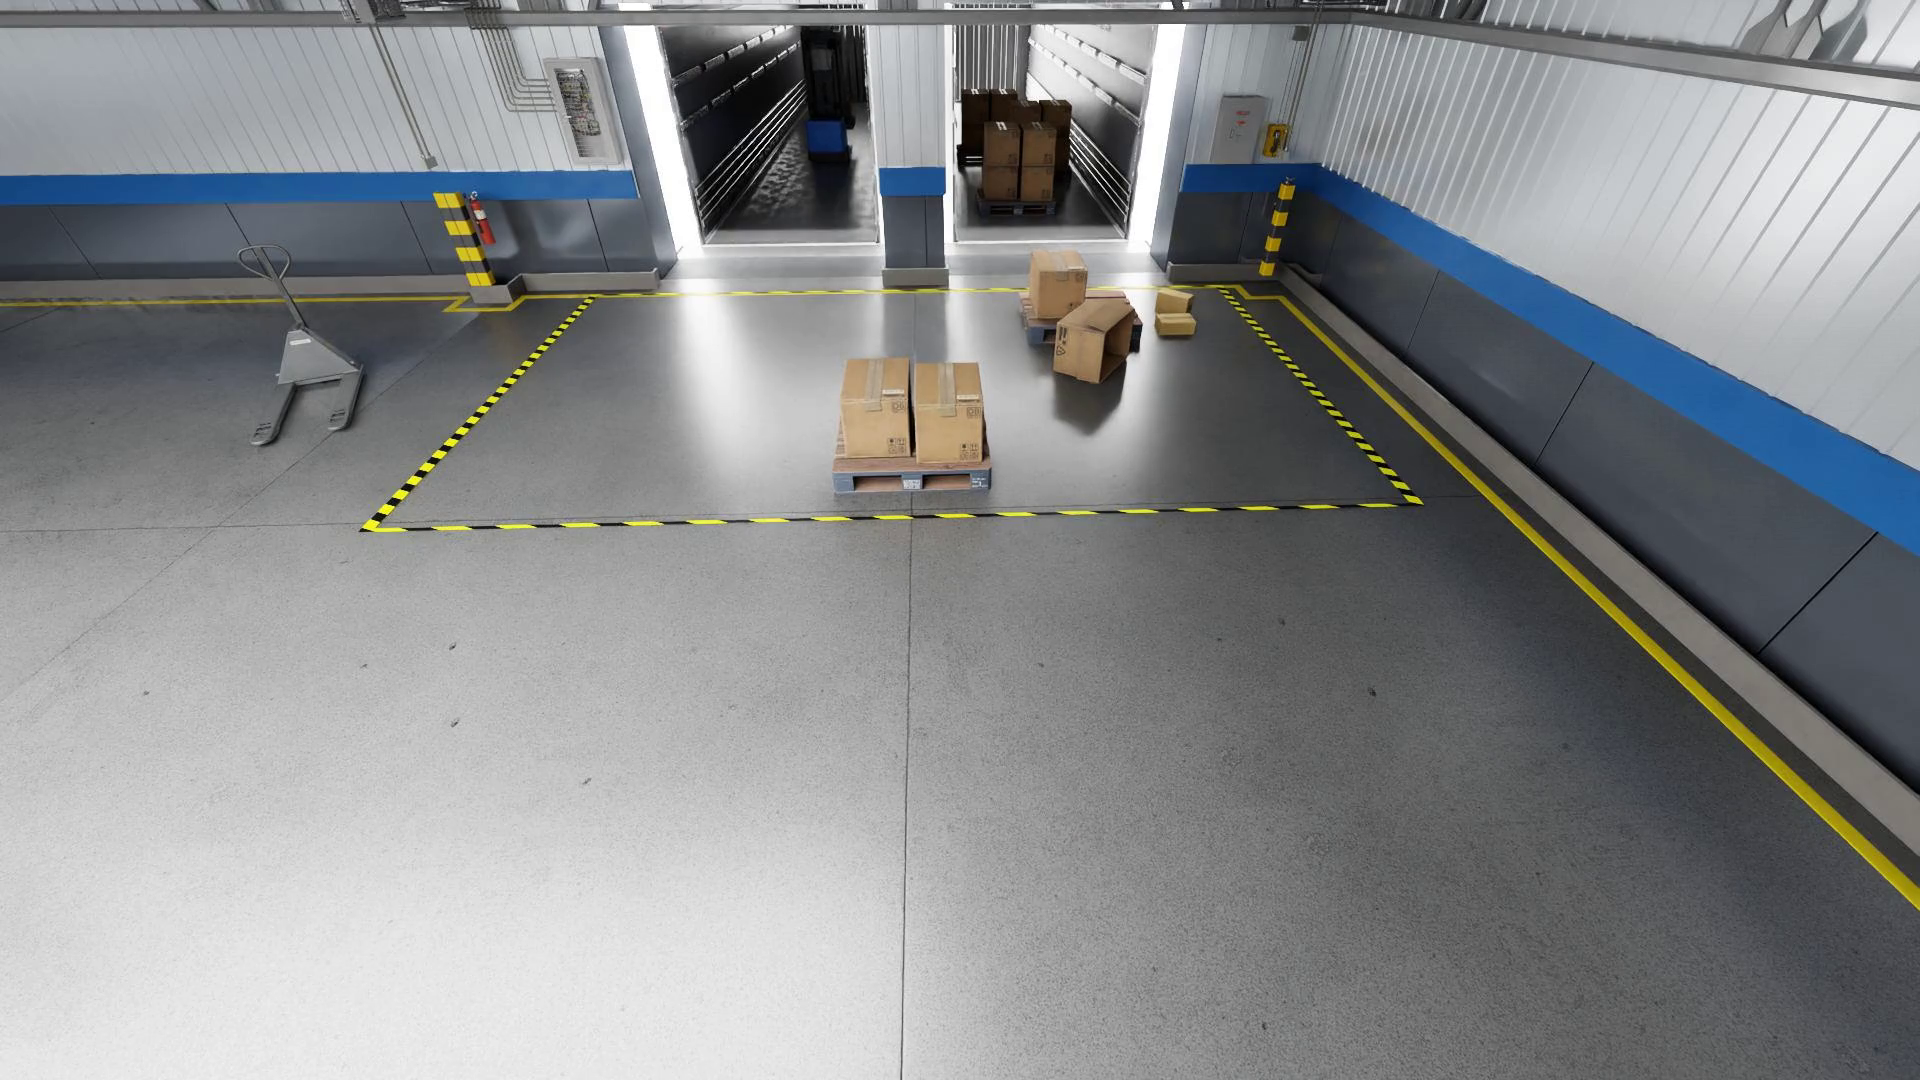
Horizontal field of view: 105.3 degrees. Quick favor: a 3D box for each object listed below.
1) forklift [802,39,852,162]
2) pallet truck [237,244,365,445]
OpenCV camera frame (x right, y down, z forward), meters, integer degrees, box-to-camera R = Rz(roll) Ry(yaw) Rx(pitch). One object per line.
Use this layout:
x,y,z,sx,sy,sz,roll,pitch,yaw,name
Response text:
-2.648,-8.519,14.273,0.716,2.013,0.776,-1,38,-1,forklift
-5.915,-1.733,6.366,0.680,1.201,1.601,-18,42,-21,pallet truck
